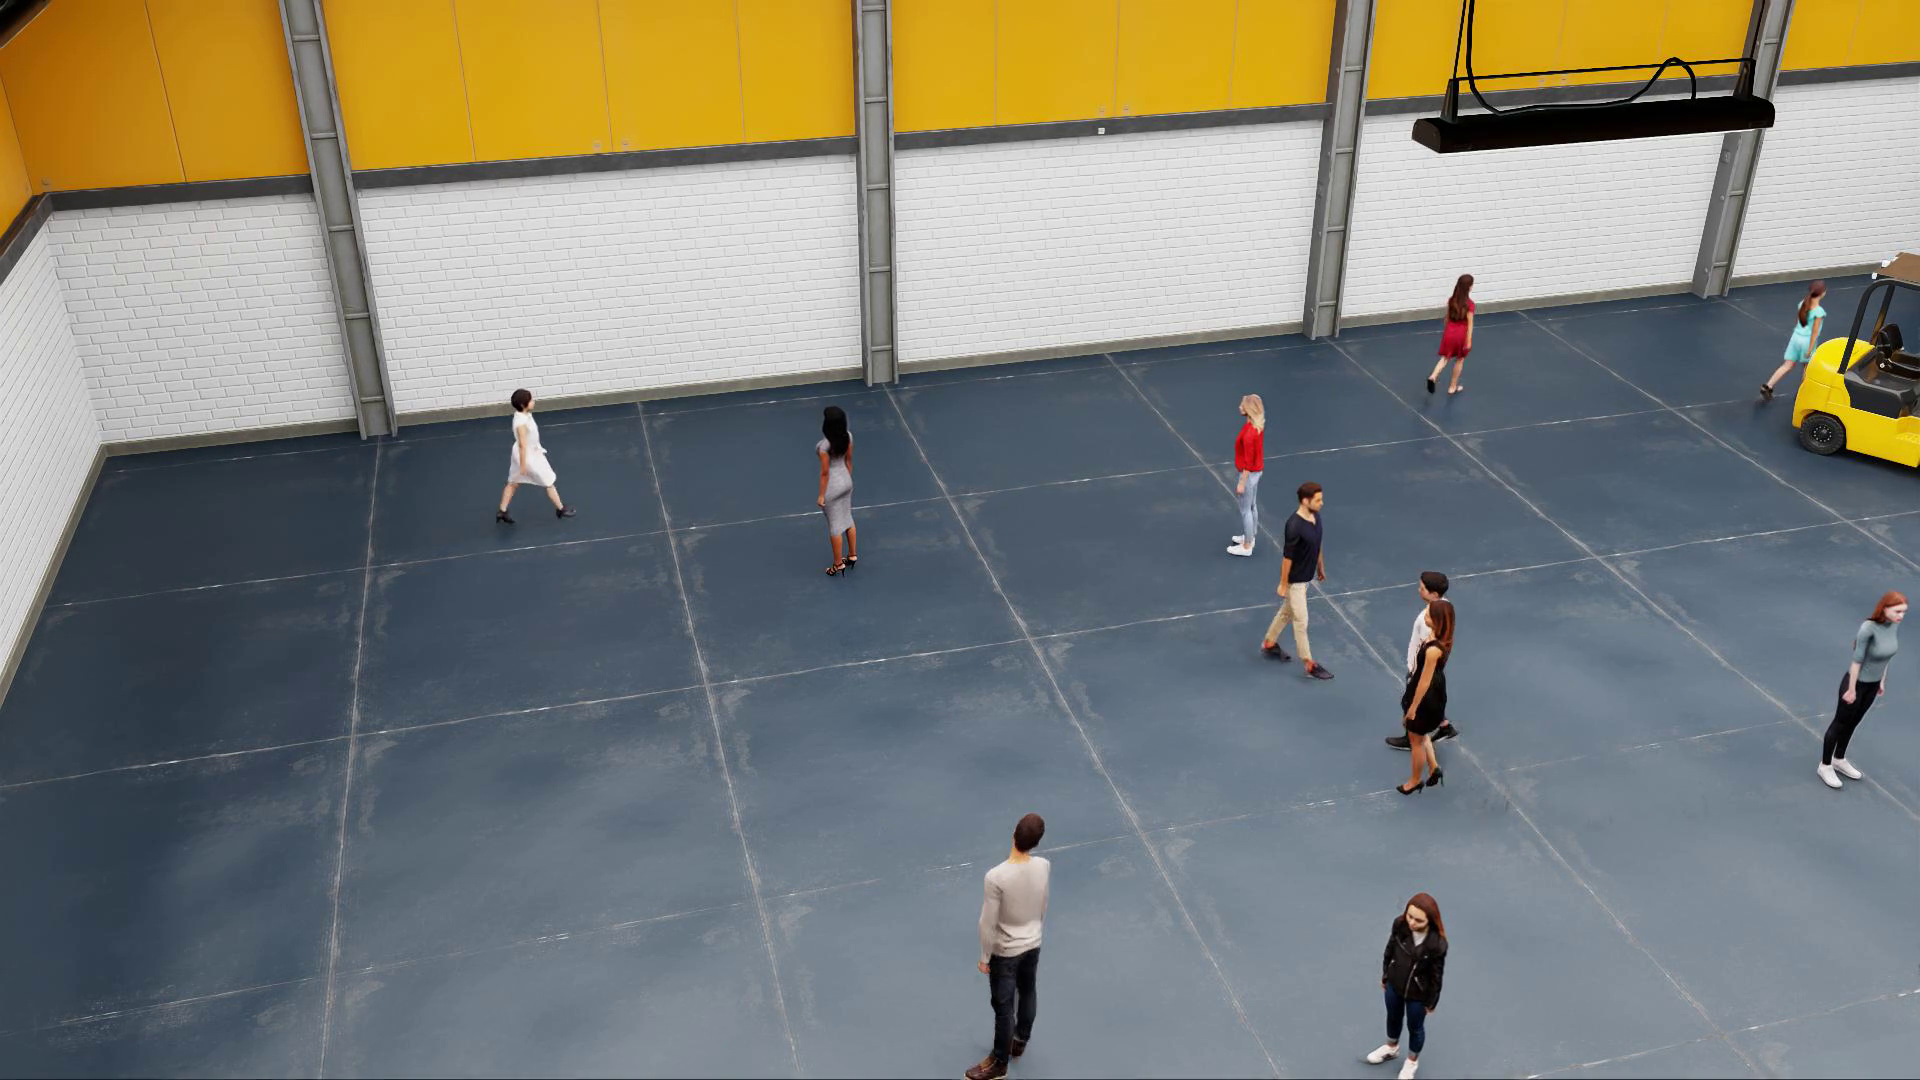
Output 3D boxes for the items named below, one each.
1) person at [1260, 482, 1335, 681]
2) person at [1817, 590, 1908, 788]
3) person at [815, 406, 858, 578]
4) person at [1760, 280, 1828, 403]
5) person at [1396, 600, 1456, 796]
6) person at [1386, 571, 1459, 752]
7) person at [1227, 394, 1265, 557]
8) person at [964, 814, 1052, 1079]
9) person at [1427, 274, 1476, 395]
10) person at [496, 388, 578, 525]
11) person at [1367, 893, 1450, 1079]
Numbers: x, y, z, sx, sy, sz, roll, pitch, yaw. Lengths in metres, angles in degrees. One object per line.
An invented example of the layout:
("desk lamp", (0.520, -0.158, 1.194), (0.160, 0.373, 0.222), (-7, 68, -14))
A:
("person", (2.913, 0.310, 14.666), (1.087, 1.823, 1.052), (19, 34, 30))
("person", (7.162, 1.151, 13.206), (0.539, 1.745, 0.675), (-13, 31, -23))
("person", (-1.194, -0.477, 16.153), (0.738, 1.781, 0.647), (22, 35, 34))
("person", (9.998, -2.342, 19.830), (1.052, 1.535, 0.647), (-12, 31, -20))
("person", (3.699, 1.272, 12.898), (0.823, 1.829, 0.768), (12, 31, 21))
("person", (3.854, 1.016, 13.498), (0.933, 1.704, 0.864), (14, 32, 24))
("person", (2.871, -0.645, 16.544), (0.713, 1.702, 0.693), (11, 30, 19))
("person", (0.325, 2.595, 10.468), (0.983, 1.833, 0.717), (25, 37, 38))
("person", (5.937, -2.443, 20.010), (0.919, 1.539, 0.749), (-22, 36, -35))
("person", (-4.521, -0.810, 17.051), (1.070, 1.506, 0.632), (-11, 31, -20))
("person", (2.845, 2.788, 10.484), (0.641, 1.477, 0.629), (-24, 37, -37))
